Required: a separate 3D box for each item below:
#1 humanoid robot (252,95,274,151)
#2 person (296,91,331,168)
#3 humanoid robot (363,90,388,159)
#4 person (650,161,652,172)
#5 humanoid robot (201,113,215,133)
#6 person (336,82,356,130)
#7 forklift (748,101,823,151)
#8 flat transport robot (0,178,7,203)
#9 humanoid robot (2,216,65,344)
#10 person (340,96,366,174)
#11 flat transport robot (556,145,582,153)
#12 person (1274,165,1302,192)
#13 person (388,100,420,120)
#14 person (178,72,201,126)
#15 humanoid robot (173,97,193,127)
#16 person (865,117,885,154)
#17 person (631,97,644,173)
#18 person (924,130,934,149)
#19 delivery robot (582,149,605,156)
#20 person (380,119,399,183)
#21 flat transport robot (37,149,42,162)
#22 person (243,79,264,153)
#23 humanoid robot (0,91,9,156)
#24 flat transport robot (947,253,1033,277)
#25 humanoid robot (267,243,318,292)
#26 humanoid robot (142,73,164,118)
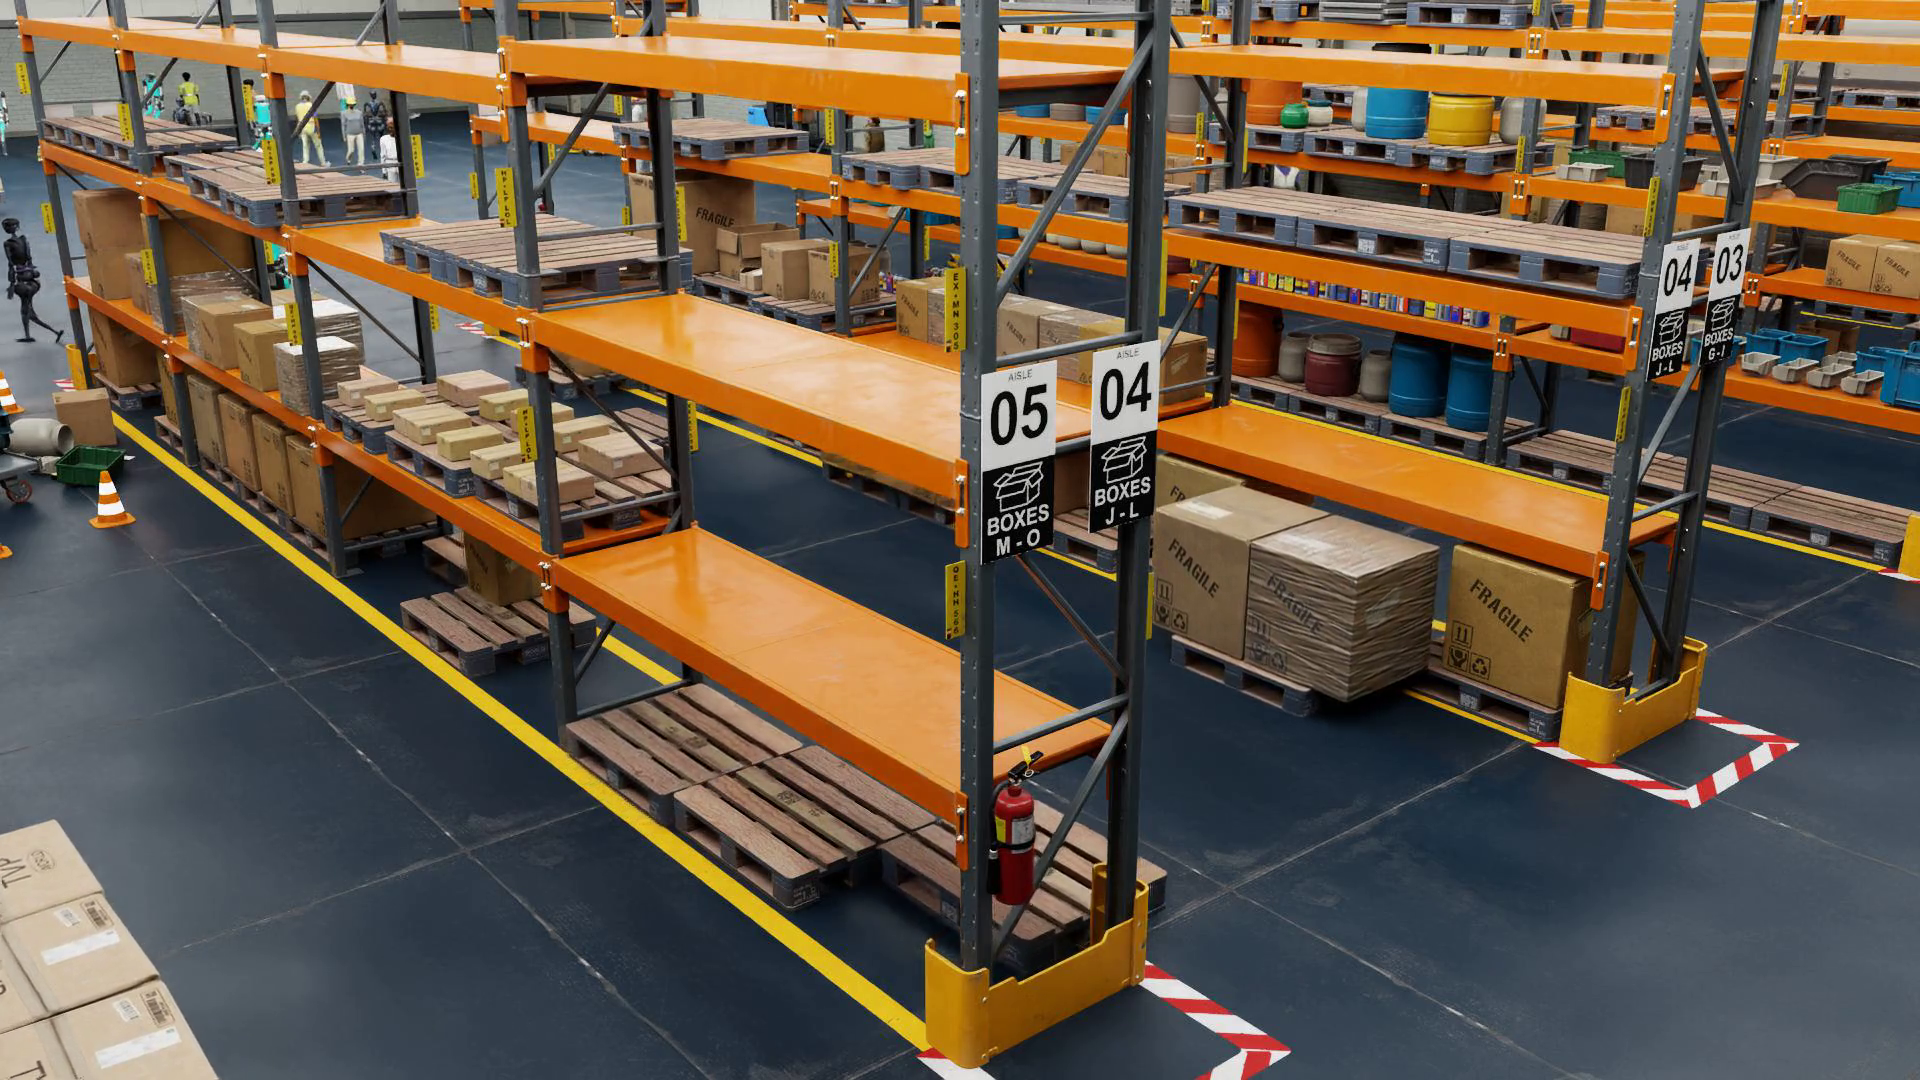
[{"bbox_3d":[-16.272,-9.414,38.561,0.920,1.789,0.544,15,24,37],"label":"humanoid robot"},{"bbox_3d":[-14.932,-9.390,38.290,0.542,1.845,0.947,0,19,1],"label":"person"},{"bbox_3d":[-14.383,-10.235,40.960,0.608,1.631,0.597,-3,20,-8],"label":"humanoid robot"},{"bbox_3d":[-5.063,-5.875,28.175,0.369,1.922,0.716,-1,19,-4],"label":"person"},{"bbox_3d":[-15.784,-8.171,35.072,0.456,1.642,0.608,-2,20,-7],"label":"humanoid robot"},{"bbox_3d":[-17.225,-12.377,46.680,0.491,1.917,0.379,2,19,5],"label":"person"},{"bbox_3d":[-4.526,-11.368,42.374,1.129,2.768,1.873,-15,24,-37],"label":"forklift"},{"bbox_3d":[-19.140,-6.313,31.903,0.659,0.231,1.431,-1,19,-3],"label":"flat transport robot"},{"bbox_3d":[-11.943,-3.326,21.346,0.732,1.647,0.606,-1,19,-2],"label":"humanoid robot"},{"bbox_3d":[-13.938,-9.320,38.231,0.527,1.754,0.523,-15,24,-36],"label":"person"},{"bbox_3d":[-9.640,-10.101,42.683,0.659,0.231,1.431,11,22,28],"label":"flat transport robot"},{"bbox_3d":[5.305,-5.476,27.177,0.598,1.824,0.599,-6,20,-17],"label":"person"},{"bbox_3d":[-17.086,-13.748,50.719,0.501,1.824,0.986,17,26,40],"label":"person"},{"bbox_3d":[-21.644,-12.284,46.754,0.534,1.692,0.319,-13,23,-33],"label":"person"},{"bbox_3d":[-18.125,-9.458,38.742,0.603,1.647,0.473,6,20,18],"label":"humanoid robot"},{"bbox_3d":[-1.789,-8.127,34.827,0.556,1.751,0.561,-17,26,-40],"label":"person"},{"bbox_3d":[-7.287,-9.141,37.502,0.359,1.895,0.581,-3,20,-8],"label":"person"},{"bbox_3d":[-0.685,-7.426,32.846,0.485,1.742,0.332,-18,26,-41],"label":"person"},{"bbox_3d":[-9.170,-9.962,41.825,0.510,0.573,0.744,3,20,7],"label":"delivery robot"},{"bbox_3d":[-10.578,-6.942,31.262,0.574,1.882,0.356,-1,19,-3],"label":"person"},{"bbox_3d":[-22.285,-9.461,40.862,0.659,0.231,1.431,-10,21,-25],"label":"flat transport robot"},{"bbox_3d":[-17.842,-10.740,42.126,0.424,1.845,0.780,-11,22,-28],"label":"person"},{"bbox_3d":[-23.910,-10.382,41.296,0.552,1.812,0.772,-9,21,-23],"label":"humanoid robot"},{"bbox_3d":[0.462,-4.382,26.406,0.659,0.231,1.431,-13,23,-33],"label":"flat transport robot"},{"bbox_3d":[-8.374,-3.266,20.865,0.744,1.685,0.531,-2,19,-7],"label":"humanoid robot"},{"bbox_3d":[-22.063,-11.817,45.395,0.547,1.749,1.034,0,19,0],"label":"humanoid robot"}]
